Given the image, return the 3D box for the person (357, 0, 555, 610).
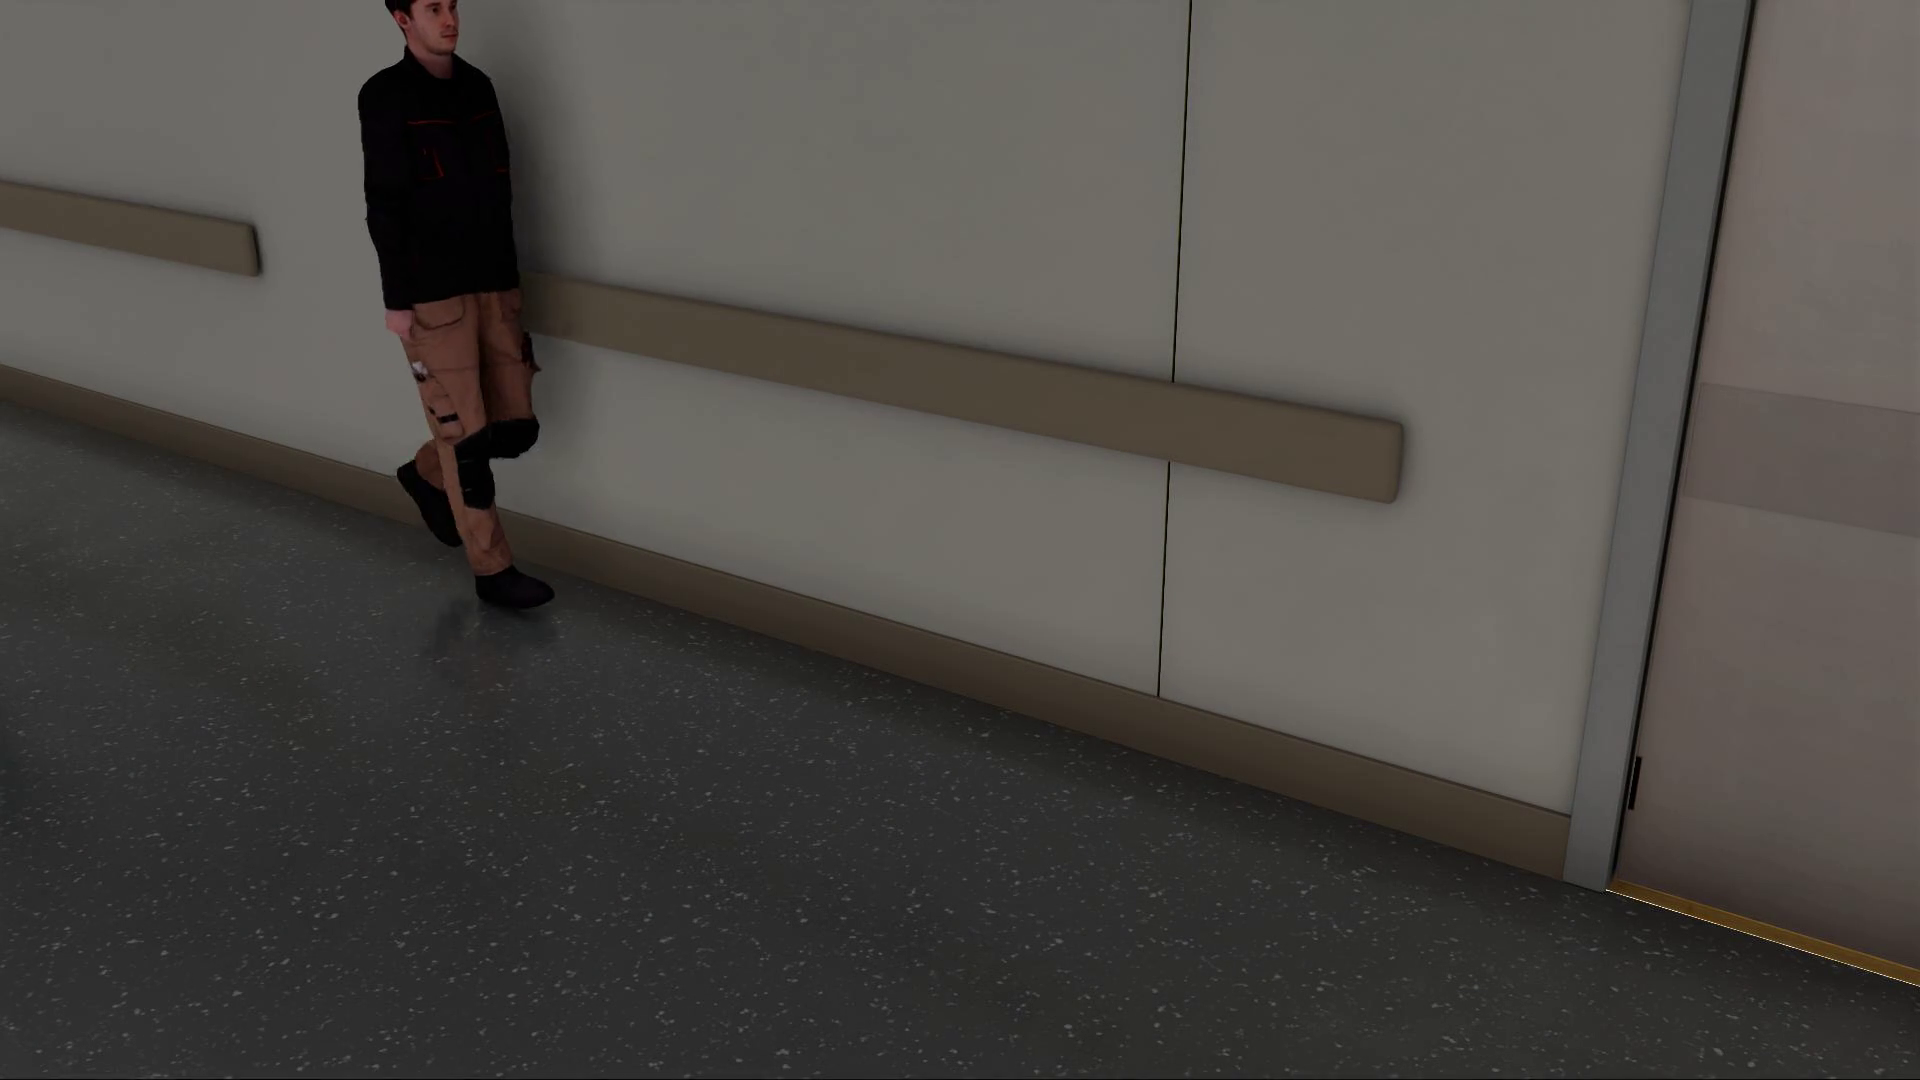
[{"bbox_3d":[-1.567,-0.737,5.024,0.757,1.911,0.891,13,25,32],"label":"person"}]
